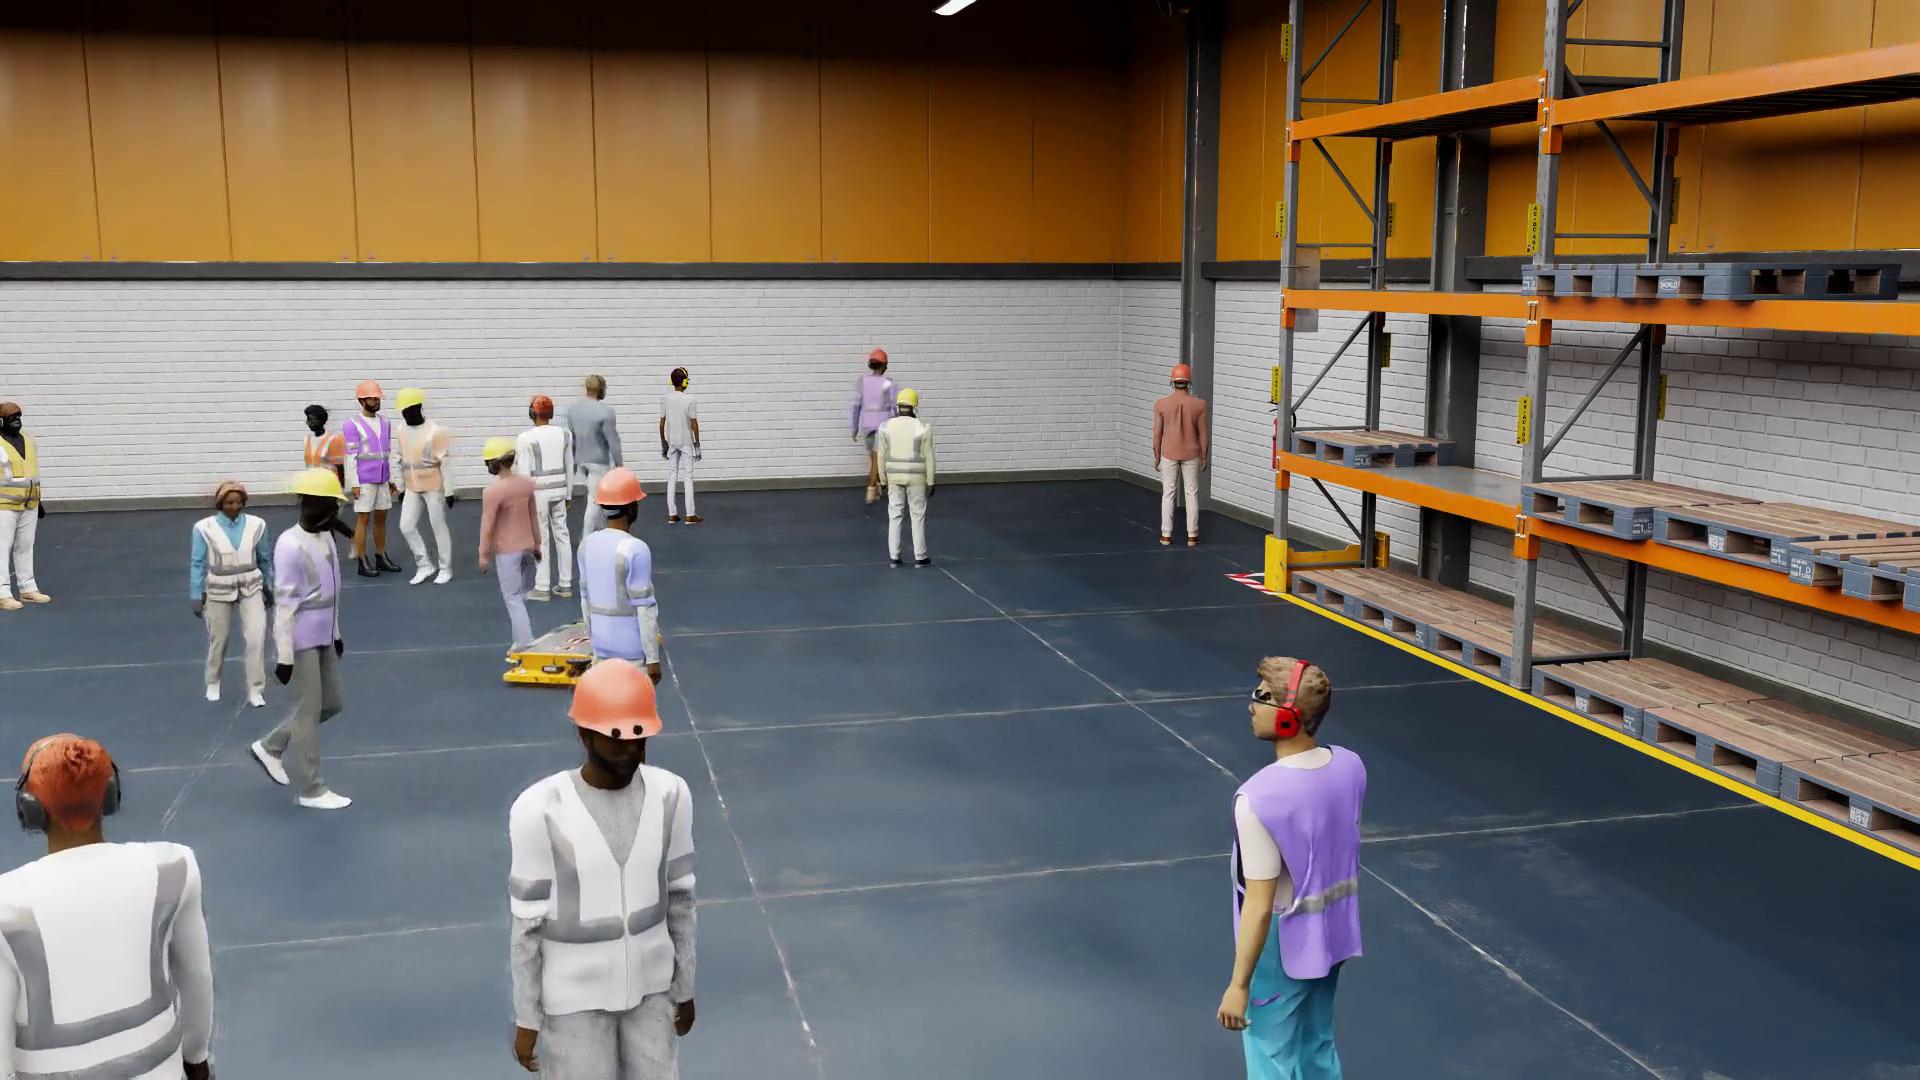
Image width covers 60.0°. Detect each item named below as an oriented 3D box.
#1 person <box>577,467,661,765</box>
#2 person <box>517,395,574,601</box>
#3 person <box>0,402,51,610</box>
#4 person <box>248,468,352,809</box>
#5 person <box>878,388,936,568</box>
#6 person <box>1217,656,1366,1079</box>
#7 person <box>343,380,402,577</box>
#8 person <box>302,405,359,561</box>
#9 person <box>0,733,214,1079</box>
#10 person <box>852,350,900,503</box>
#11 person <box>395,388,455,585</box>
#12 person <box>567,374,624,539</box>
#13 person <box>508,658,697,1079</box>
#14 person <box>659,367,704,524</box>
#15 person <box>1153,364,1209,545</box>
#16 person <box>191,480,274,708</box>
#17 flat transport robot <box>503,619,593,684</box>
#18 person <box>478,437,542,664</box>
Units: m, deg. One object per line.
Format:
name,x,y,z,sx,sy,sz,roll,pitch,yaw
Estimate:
person,-1.823,0.574,9.048,0.545,1.942,0.352,7,11,37
person,-3.791,-0.384,15.212,0.355,1.883,0.574,8,12,41
person,-8.467,-0.313,14.898,0.430,1.845,0.621,3,9,16
person,-3.699,0.545,9.325,0.585,1.909,0.639,0,9,-1
person,-0.532,-0.625,16.878,0.600,1.827,0.404,2,9,14
person,1.009,1.262,5.034,0.381,1.849,0.570,9,13,44
person,-5.808,-0.614,16.463,0.351,1.942,0.547,5,10,27
person,-6.381,-0.541,16.805,0.543,1.677,0.460,5,11,30
person,-2.241,1.384,4.293,0.606,1.836,0.955,-8,12,-42
person,-1.063,-1.506,21.902,0.640,1.983,1.061,3,10,20
person,-5.117,-0.501,15.885,0.731,1.892,0.595,4,10,21
person,-3.819,-0.821,17.843,0.651,1.908,0.815,7,11,36
person,-1.019,1.268,4.776,0.570,1.924,0.504,-6,11,-35
person,-3.335,-1.127,19.888,0.532,1.870,0.315,3,10,18
person,2.425,-0.931,18.269,0.612,1.997,0.375,1,9,9
person,-5.058,0.353,11.530,0.571,1.591,0.626,-7,11,-37
flat transport robot,-2.862,0.835,12.616,0.652,0.197,1.431,1,9,9
person,-3.453,0.089,12.668,0.544,1.738,0.540,4,10,24
